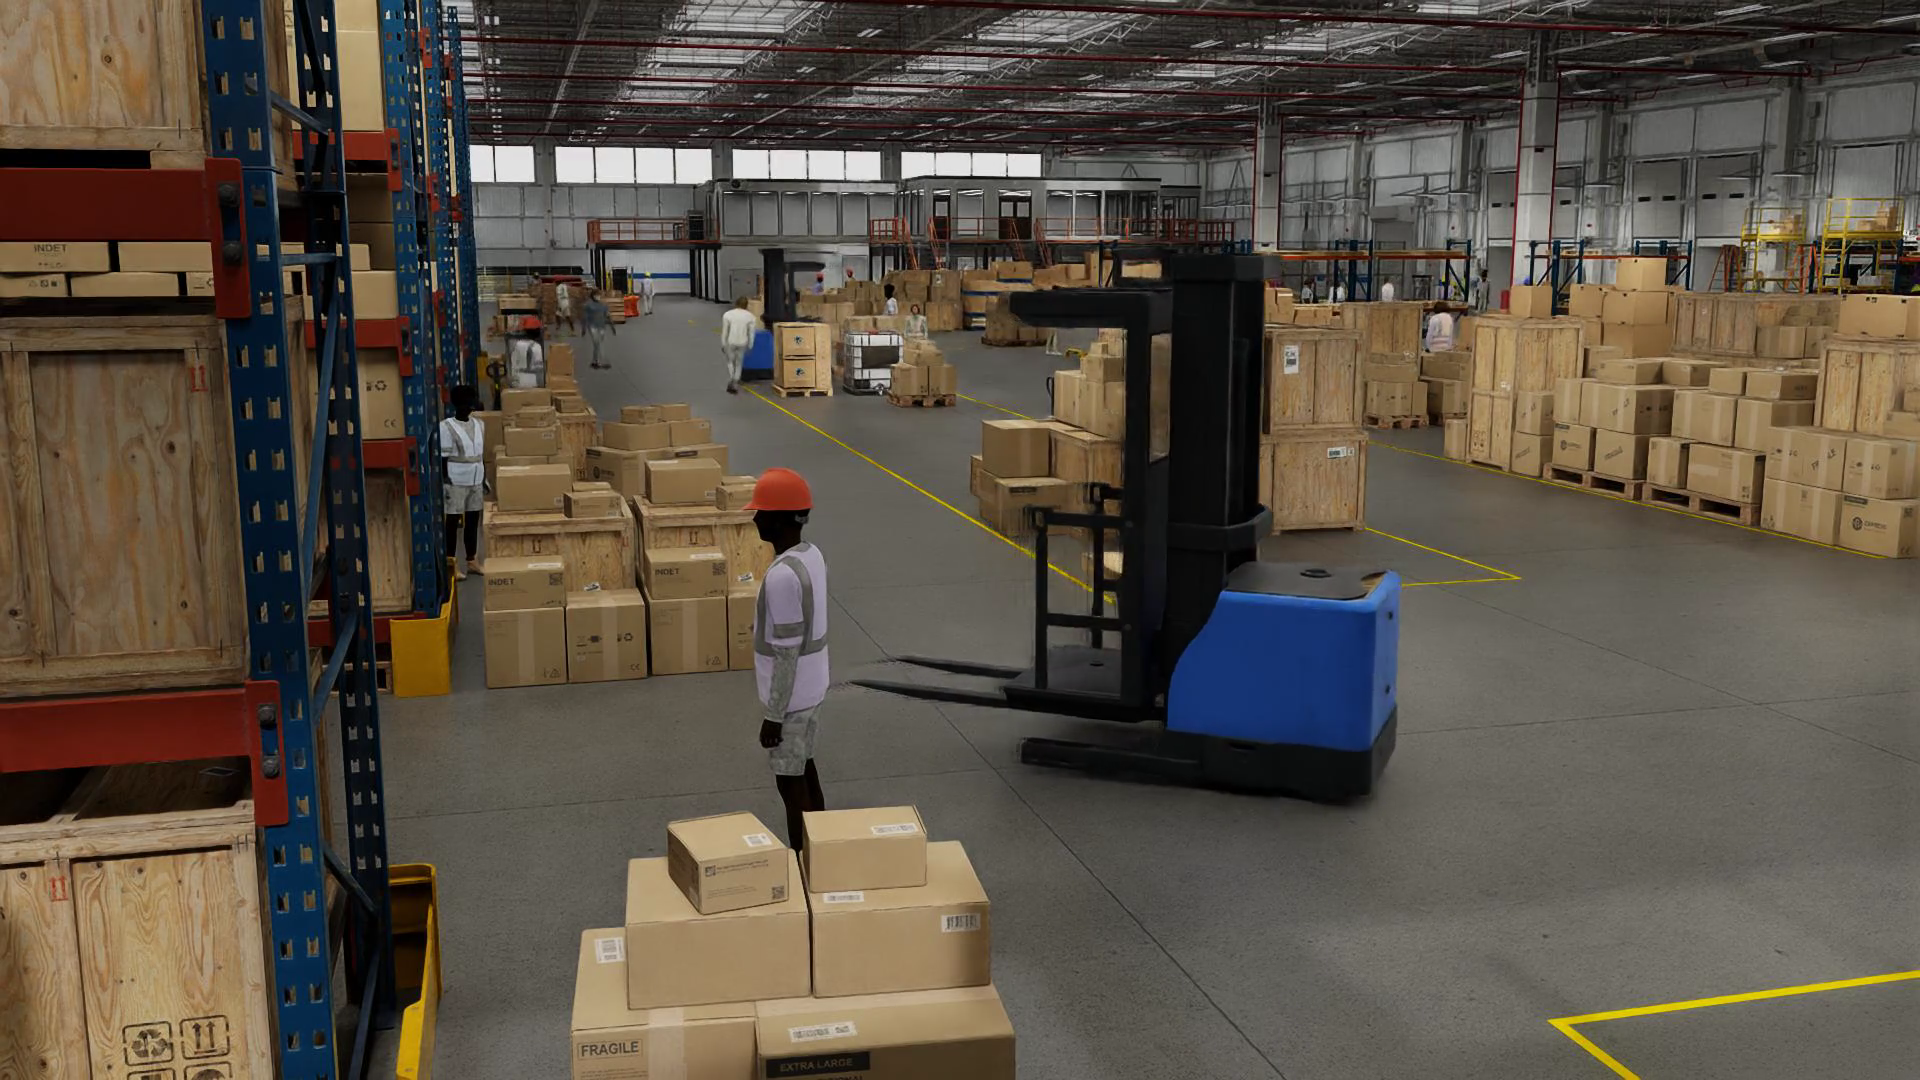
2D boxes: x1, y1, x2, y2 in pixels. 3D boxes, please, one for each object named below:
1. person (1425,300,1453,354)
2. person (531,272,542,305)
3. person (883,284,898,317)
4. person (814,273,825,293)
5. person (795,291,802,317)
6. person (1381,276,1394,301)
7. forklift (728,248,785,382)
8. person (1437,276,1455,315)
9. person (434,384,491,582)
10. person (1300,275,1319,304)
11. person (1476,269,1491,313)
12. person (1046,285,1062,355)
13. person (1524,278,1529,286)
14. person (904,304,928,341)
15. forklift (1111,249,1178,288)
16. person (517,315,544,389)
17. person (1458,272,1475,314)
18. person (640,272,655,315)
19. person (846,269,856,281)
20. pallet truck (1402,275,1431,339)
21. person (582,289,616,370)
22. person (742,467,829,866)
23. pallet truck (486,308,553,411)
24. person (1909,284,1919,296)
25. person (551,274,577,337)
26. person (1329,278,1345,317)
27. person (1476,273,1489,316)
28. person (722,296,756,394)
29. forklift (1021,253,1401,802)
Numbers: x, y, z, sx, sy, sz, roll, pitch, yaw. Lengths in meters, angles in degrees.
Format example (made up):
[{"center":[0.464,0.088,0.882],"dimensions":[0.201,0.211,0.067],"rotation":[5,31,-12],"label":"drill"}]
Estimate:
[{"center":[9.417,-3.791,32.630],"dimensions":[0.635,1.827,0.703],"rotation":[-8,13,-38],"label":"person"},{"center":[-19.264,-11.345,75.765],"dimensions":[0.502,1.695,0.919],"rotation":[-4,11,-20],"label":"person"},{"center":[-1.680,-5.185,40.121],"dimensions":[0.367,1.966,0.604],"rotation":[1,10,4],"label":"person"},{"center":[-4.980,-8.648,59.934],"dimensions":[0.923,1.899,0.548],"rotation":[-7,12,-35],"label":"person"},{"center":[-4.437,-5.959,45.387],"dimensions":[0.880,1.646,0.548],"rotation":[6,11,29],"label":"person"},{"center":[13.883,-7.662,54.367],"dimensions":[0.655,1.880,1.019],"rotation":[-8,13,-40],"label":"person"},{"center":[-3.964,-4.789,35.292],"dimensions":[1.873,2.768,1.129],"rotation":[-3,10,-15],"label":"forklift"},{"center":[15.793,-7.639,54.155],"dimensions":[0.390,1.922,0.585],"rotation":[-9,14,-42],"label":"person"},{"center":[-4.281,-0.498,14.356],"dimensions":[0.321,1.692,0.530],"rotation":[6,12,30],"label":"person"},{"center":[10.184,-6.699,48.485],"dimensions":[0.536,2.000,0.674],"rotation":[1,10,8],"label":"person"},{"center":[22.576,-10.727,71.740],"dimensions":[0.598,1.889,0.885],"rotation":[-1,10,-4],"label":"person"},{"center":[2.498,-5.828,44.075],"dimensions":[0.331,1.860,0.531],"rotation":[-8,13,-38],"label":"person"},{"center":[17.040,-6.894,49.917],"dimensions":[0.632,1.911,0.857],"rotation":[-1,10,-5],"label":"person"},{"center":[-0.961,-4.286,35.958],"dimensions":[0.521,1.638,0.311],"rotation":[-1,10,-3],"label":"person"},{"center":[2.700,-2.910,24.652],"dimensions":[1.129,2.768,1.873],"rotation":[-3,10,-15],"label":"forklift"},{"center":[-5.993,-2.155,23.088],"dimensions":[0.772,1.918,0.551],"rotation":[-8,13,-38],"label":"person"},{"center":[21.740,-10.620,71.400],"dimensions":[0.640,1.795,0.982],"rotation":[-1,10,-4],"label":"person"},{"center":[-13.077,-10.307,69.632],"dimensions":[0.606,1.779,0.925],"rotation":[-1,10,-5],"label":"person"},{"center":[-4.567,-10.306,69.229],"dimensions":[0.372,1.928,0.543],"rotation":[-9,14,-42],"label":"person"},{"center":[14.620,-7.324,52.145],"dimensions":[0.823,1.965,1.885],"rotation":[8,13,40],"label":"pallet truck"},{"center":[-8.413,-4.908,38.817],"dimensions":[0.753,1.873,1.031],"rotation":[-9,13,-40],"label":"person"},{"center":[-0.748,0.651,7.157],"dimensions":[0.355,1.938,0.545],"rotation":[1,10,6],"label":"person"},{"center":[-6.242,-2.418,24.362],"dimensions":[0.823,1.965,1.885],"rotation":[1,10,3],"label":"pallet truck"},{"center":[24.387,-5.569,42.443],"dimensions":[0.432,1.904,0.612],"rotation":[3,10,15],"label":"person"},{"center":[-12.661,-7.426,52.760],"dimensions":[0.957,1.980,0.730],"rotation":[1,10,6],"label":"person"},{"center":[12.374,-7.652,54.441],"dimensions":[0.595,1.874,0.610],"rotation":[-6,12,-30],"label":"person"},{"center":[19.436,-8.970,61.830],"dimensions":[0.511,1.872,0.328],"rotation":[-3,10,-15],"label":"person"},{"center":[-4.303,-3.793,32.402],"dimensions":[0.664,1.905,0.531],"rotation":[-1,10,-6],"label":"person"},{"center":[1.412,-0.154,9.044],"dimensions":[1.873,2.768,1.129],"rotation":[4,11,22],"label":"forklift"}]
